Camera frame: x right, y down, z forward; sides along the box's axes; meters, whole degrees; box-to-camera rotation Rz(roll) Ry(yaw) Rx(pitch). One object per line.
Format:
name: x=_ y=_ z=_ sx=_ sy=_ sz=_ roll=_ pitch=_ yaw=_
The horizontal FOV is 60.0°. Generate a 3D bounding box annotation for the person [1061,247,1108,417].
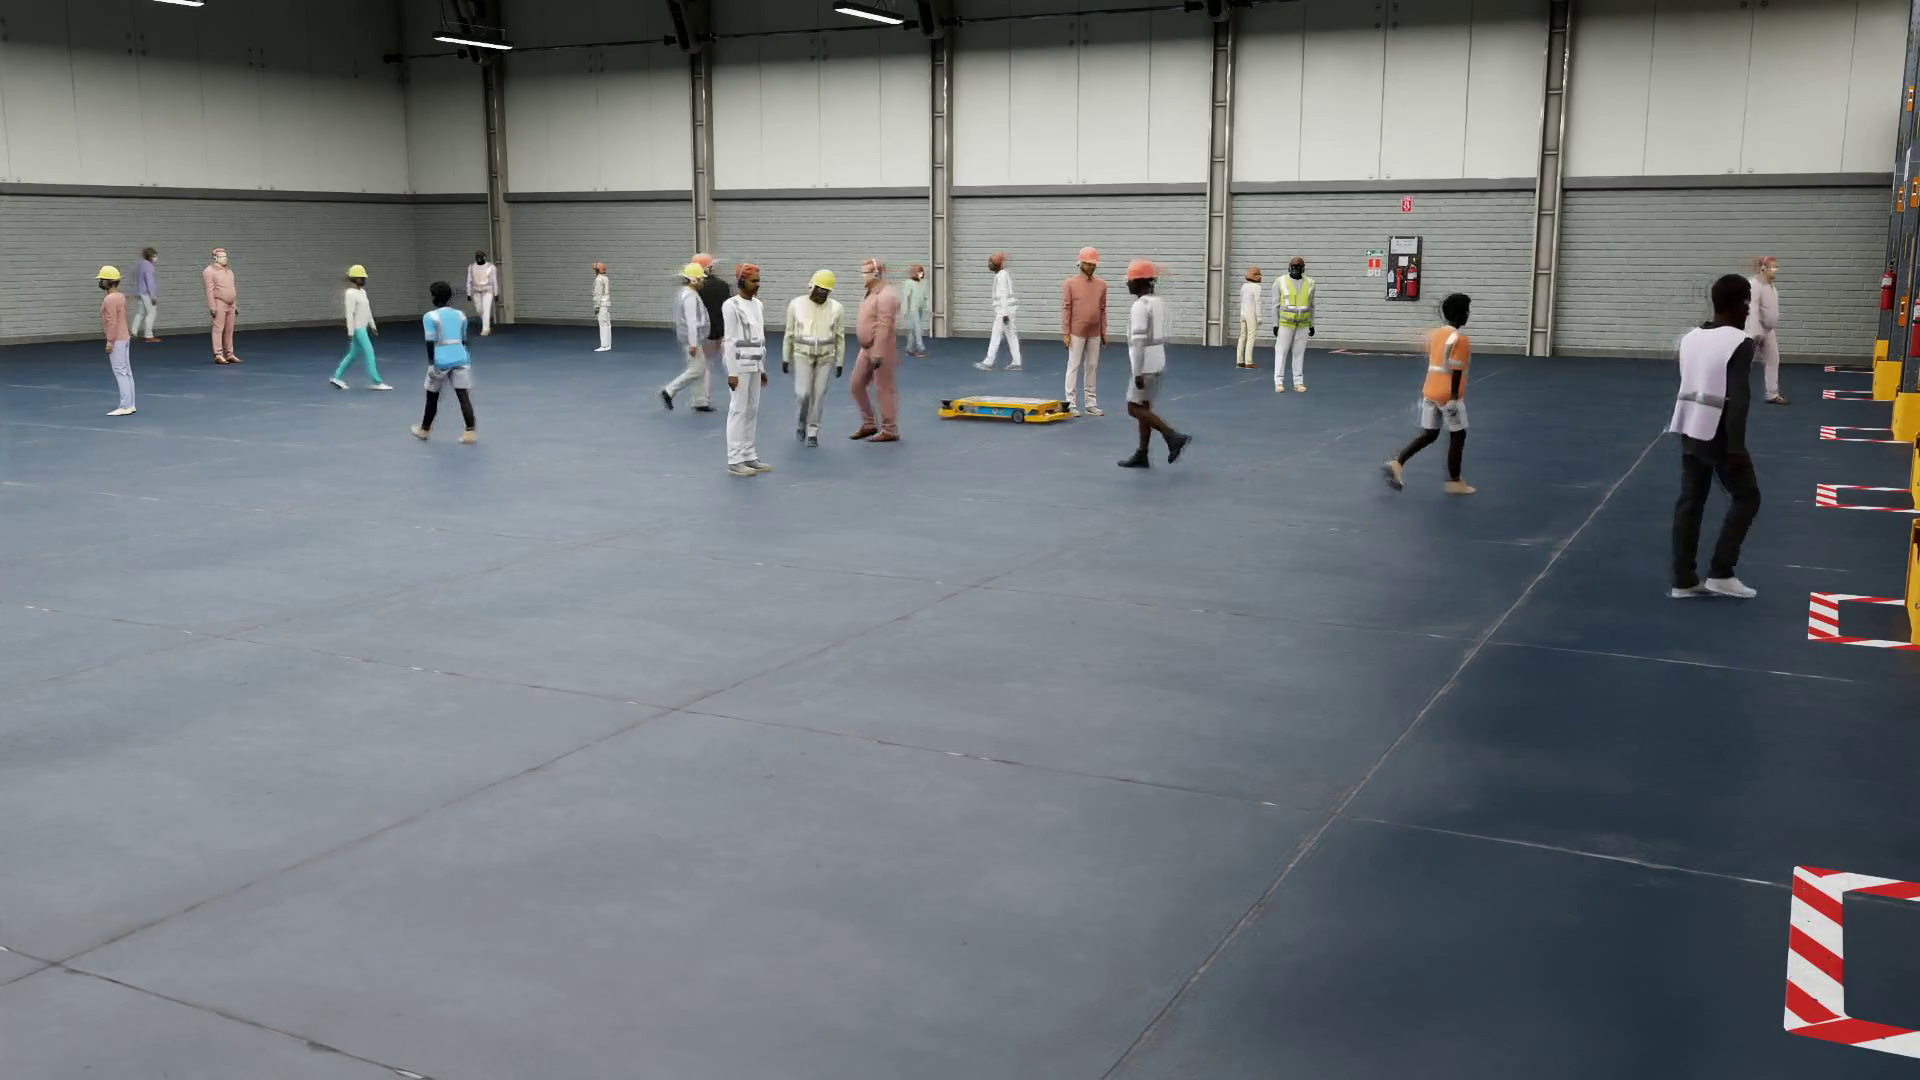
person: x=1.475 y=-2.450 z=19.616 sx=0.611 sy=1.995 sz=0.377 roll=-6 pitch=12 yaw=-28

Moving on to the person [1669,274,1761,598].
person: x=4.486 y=-0.593 z=9.738 sx=0.613 sy=1.899 sz=0.632 roll=-2 pitch=11 yaw=-12

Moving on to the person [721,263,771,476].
person: x=-1.910 y=-1.522 z=14.858 sx=0.337 sy=1.882 sz=0.585 roll=4 pitch=11 yaw=22

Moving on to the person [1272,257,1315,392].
person: x=4.545 y=-2.926 z=22.650 sx=0.619 sy=1.839 sz=0.430 roll=-2 pitch=11 yaw=-10

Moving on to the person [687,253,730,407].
person: x=-2.983 y=-2.547 z=20.371 sx=1.025 sy=1.923 sz=0.653 roll=9 pitch=14 yaw=41

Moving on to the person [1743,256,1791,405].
person: x=10.110 y=-2.670 z=21.173 sx=0.642 sy=1.872 sz=0.917 roll=-8 pitch=13 yaw=-36

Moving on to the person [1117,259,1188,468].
person: x=1.761 y=-1.582 z=15.080 sx=0.632 sy=1.923 sz=0.546 roll=5 pitch=12 yaw=27

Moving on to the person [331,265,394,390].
person: x=-8.305 y=-2.921 z=22.891 sx=0.875 sy=1.729 sz=0.521 roll=-1 pitch=10 yaw=-3

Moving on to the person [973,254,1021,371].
person: x=0.600 y=-3.582 z=26.239 sx=0.797 sy=1.840 sz=0.607 roll=1 pitch=10 yaw=6

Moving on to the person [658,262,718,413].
person: x=-3.252 y=-2.391 z=19.811 sx=0.629 sy=1.816 sz=0.600 roll=-2 pitch=11 yaw=-13

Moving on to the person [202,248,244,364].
person: x=-12.253 y=-3.883 z=27.675 sx=0.410 sy=1.909 sz=0.643 roll=2 pitch=11 yaw=12

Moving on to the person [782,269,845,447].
person: x=-1.475 y=-1.827 z=16.776 sx=0.643 sy=1.787 sz=0.422 roll=-2 pitch=11 yaw=-11

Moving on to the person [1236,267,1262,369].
person: x=4.669 y=-3.567 z=26.729 sx=0.304 sy=1.625 sz=0.501 roll=-4 pitch=11 yaw=-21

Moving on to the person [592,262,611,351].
person: x=-6.589 y=-4.286 z=30.603 sx=0.311 sy=1.639 sz=0.514 roll=1 pitch=10 yaw=5

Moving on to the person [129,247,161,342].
person: x=-16.249 y=-4.862 z=33.063 sx=0.673 sy=1.894 sz=0.692 roll=-8 pitch=13 yaw=-37

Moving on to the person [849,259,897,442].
person: x=-0.923 y=-1.937 z=17.130 sx=0.586 sy=1.888 sz=0.646 roll=-5 pitch=12 yaw=-26

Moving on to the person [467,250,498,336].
person: x=-10.213 y=-5.294 z=35.644 sx=0.631 sy=1.817 sz=0.818 roll=0 pitch=10 yaw=2

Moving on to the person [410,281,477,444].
person: x=-5.309 y=-1.814 z=17.065 sx=0.852 sy=1.655 sz=0.544 roll=8 pitch=13 yaw=37

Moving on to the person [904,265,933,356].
person: x=-0.687 y=-4.028 z=29.301 sx=0.789 sy=1.600 sz=0.506 roll=8 pitch=13 yaw=37

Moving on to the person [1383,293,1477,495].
person: x=3.881 y=-1.182 z=13.582 sx=0.733 sy=1.672 sz=0.541 roll=-2 pitch=11 yaw=-13

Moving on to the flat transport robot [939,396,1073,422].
flat transport robot: x=0.532 y=-1.530 z=19.303 sx=1.431 sy=0.197 sz=0.652 roll=6 pitch=12 yaw=29

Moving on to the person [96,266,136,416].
person: x=-10.025 y=-2.360 z=19.742 sx=0.300 sy=1.772 sz=0.532 roll=-2 pitch=11 yaw=-12
